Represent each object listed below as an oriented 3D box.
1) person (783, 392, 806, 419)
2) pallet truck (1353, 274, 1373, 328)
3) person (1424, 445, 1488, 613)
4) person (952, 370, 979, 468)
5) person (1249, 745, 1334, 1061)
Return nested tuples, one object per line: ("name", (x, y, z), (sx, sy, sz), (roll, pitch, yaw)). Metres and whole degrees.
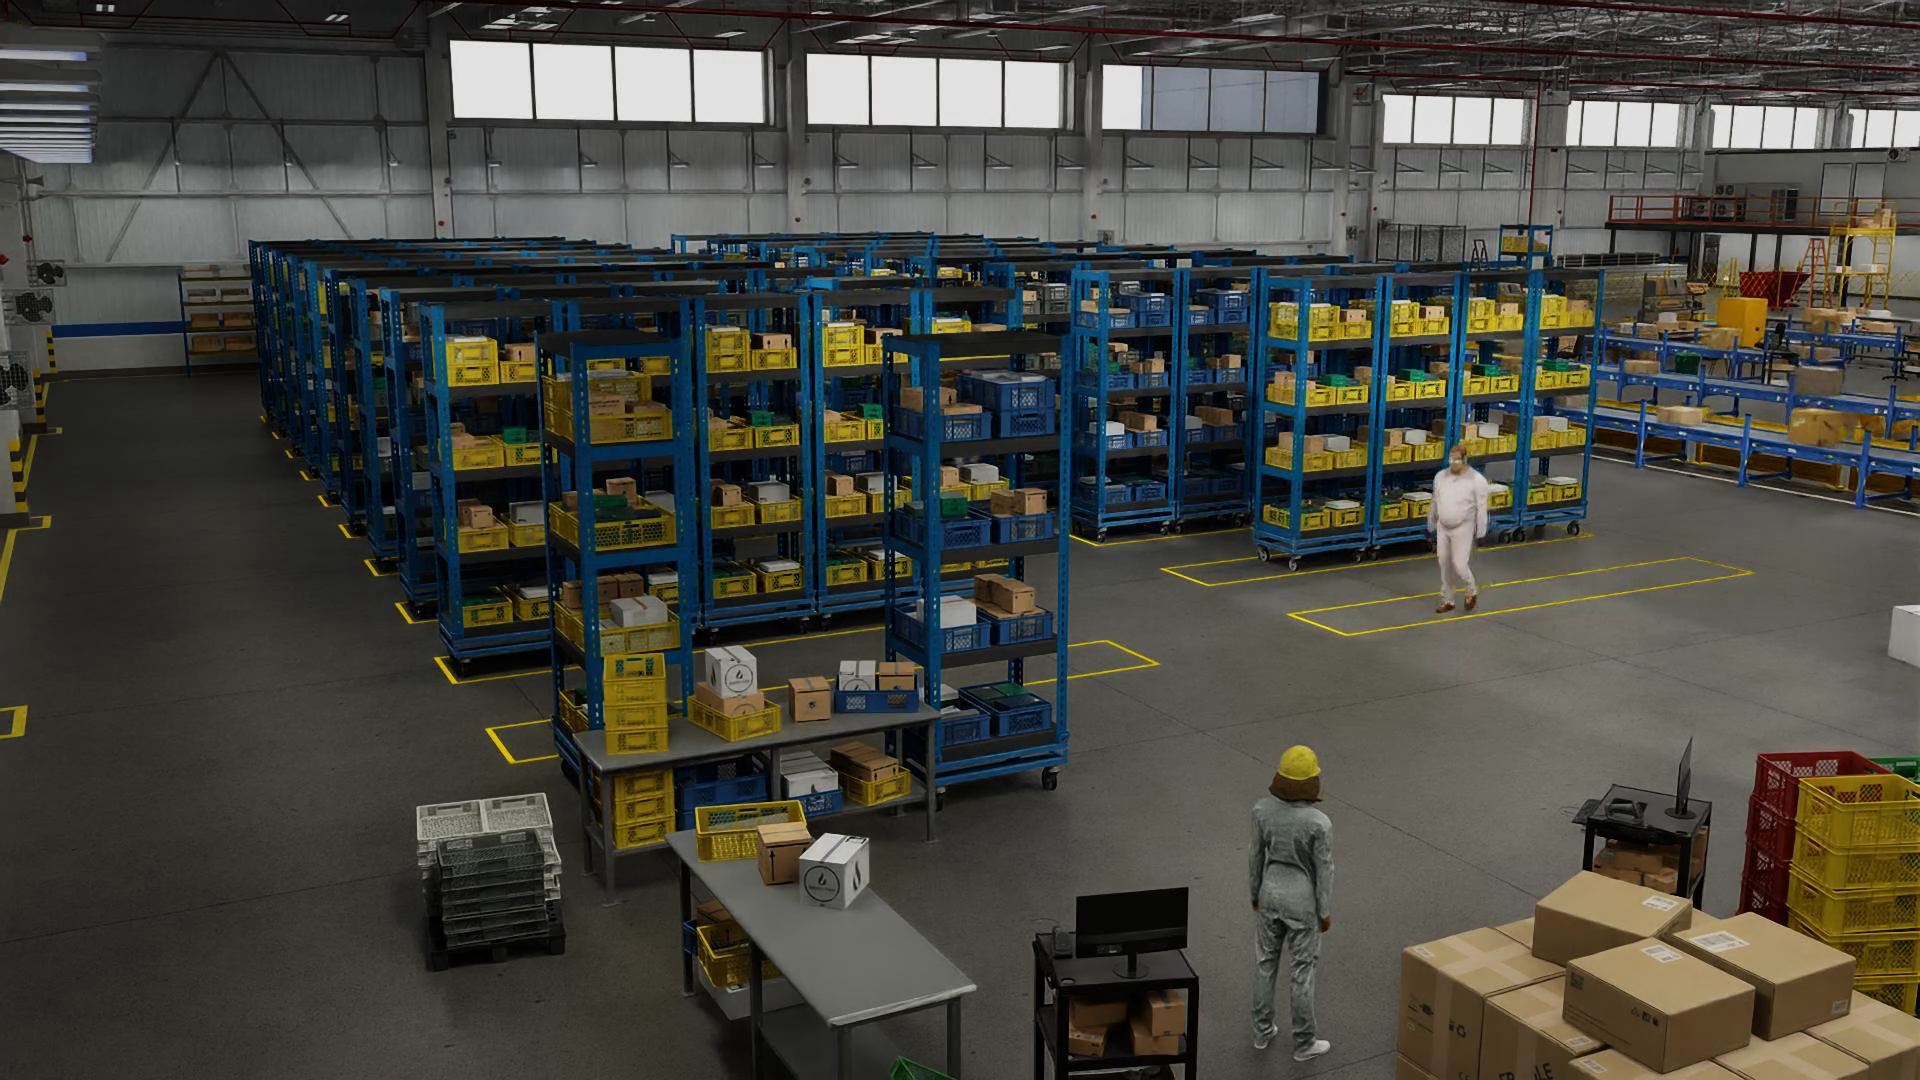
("person", (-2.868, -2.438, 29.397), (0.584, 1.822, 0.519), (-6, 13, -25))
("pallet truck", (13.011, -8.050, 55.243), (0.823, 1.965, 1.885), (-7, 14, -28))
("person", (5.469, -0.115, 18.390), (0.413, 1.884, 0.672), (-11, 16, -41))
("person", (0.108, -1.593, 25.109), (0.622, 1.966, 0.514), (10, 15, 38))
("person", (1.802, 1.955, 9.040), (0.485, 1.744, 0.308), (10, 16, 39))
